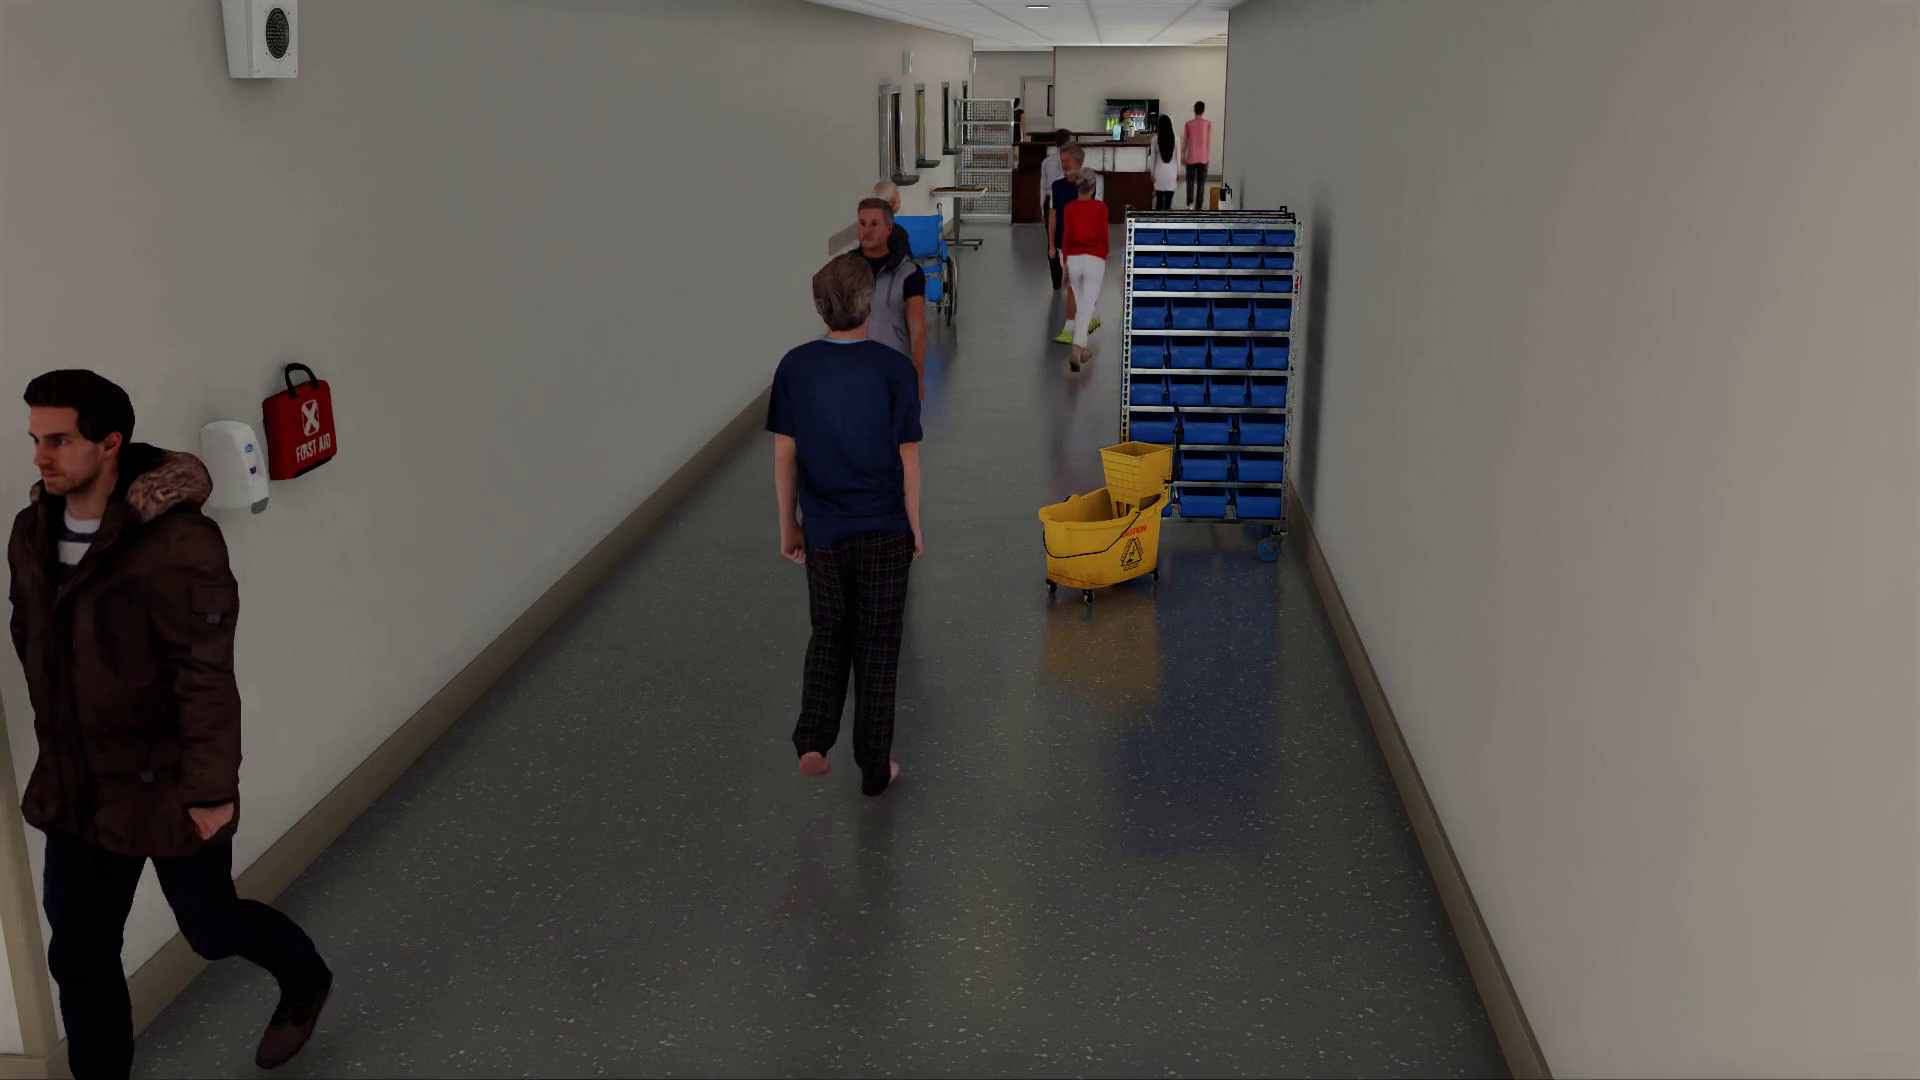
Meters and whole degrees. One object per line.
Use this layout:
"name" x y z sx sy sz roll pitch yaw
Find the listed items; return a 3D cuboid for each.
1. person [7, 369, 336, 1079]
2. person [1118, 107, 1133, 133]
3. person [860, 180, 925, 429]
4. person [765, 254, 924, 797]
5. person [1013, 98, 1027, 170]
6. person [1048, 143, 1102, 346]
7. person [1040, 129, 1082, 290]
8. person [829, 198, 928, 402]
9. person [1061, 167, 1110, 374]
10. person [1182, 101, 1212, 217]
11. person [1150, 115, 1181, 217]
"person" -1.801 0.518 3.808 1.169 1.812 0.992 5 16 17
"person" 3.335 -8.052 34.405 1.027 1.704 1.058 -11 19 -34
"person" -0.499 -1.640 11.621 0.626 1.725 0.744 11 19 33
"person" -0.373 0.006 5.544 0.710 1.856 0.773 4 16 13
"person" 1.439 -10.289 42.171 0.562 1.795 0.712 8 17 25
"person" 1.098 -2.689 15.228 1.198 1.787 1.098 10 19 33
"person" 1.127 -3.788 19.086 0.580 1.808 0.736 4 16 13
"person" -0.402 -0.890 8.817 0.965 1.803 0.864 4 16 13
"person" 1.025 -2.177 13.670 1.146 1.648 0.799 5 17 17
"person" 4.048 -6.476 28.373 0.757 1.943 0.703 3 16 9
"person" 3.115 -5.531 25.324 1.088 1.779 0.780 4 16 14
